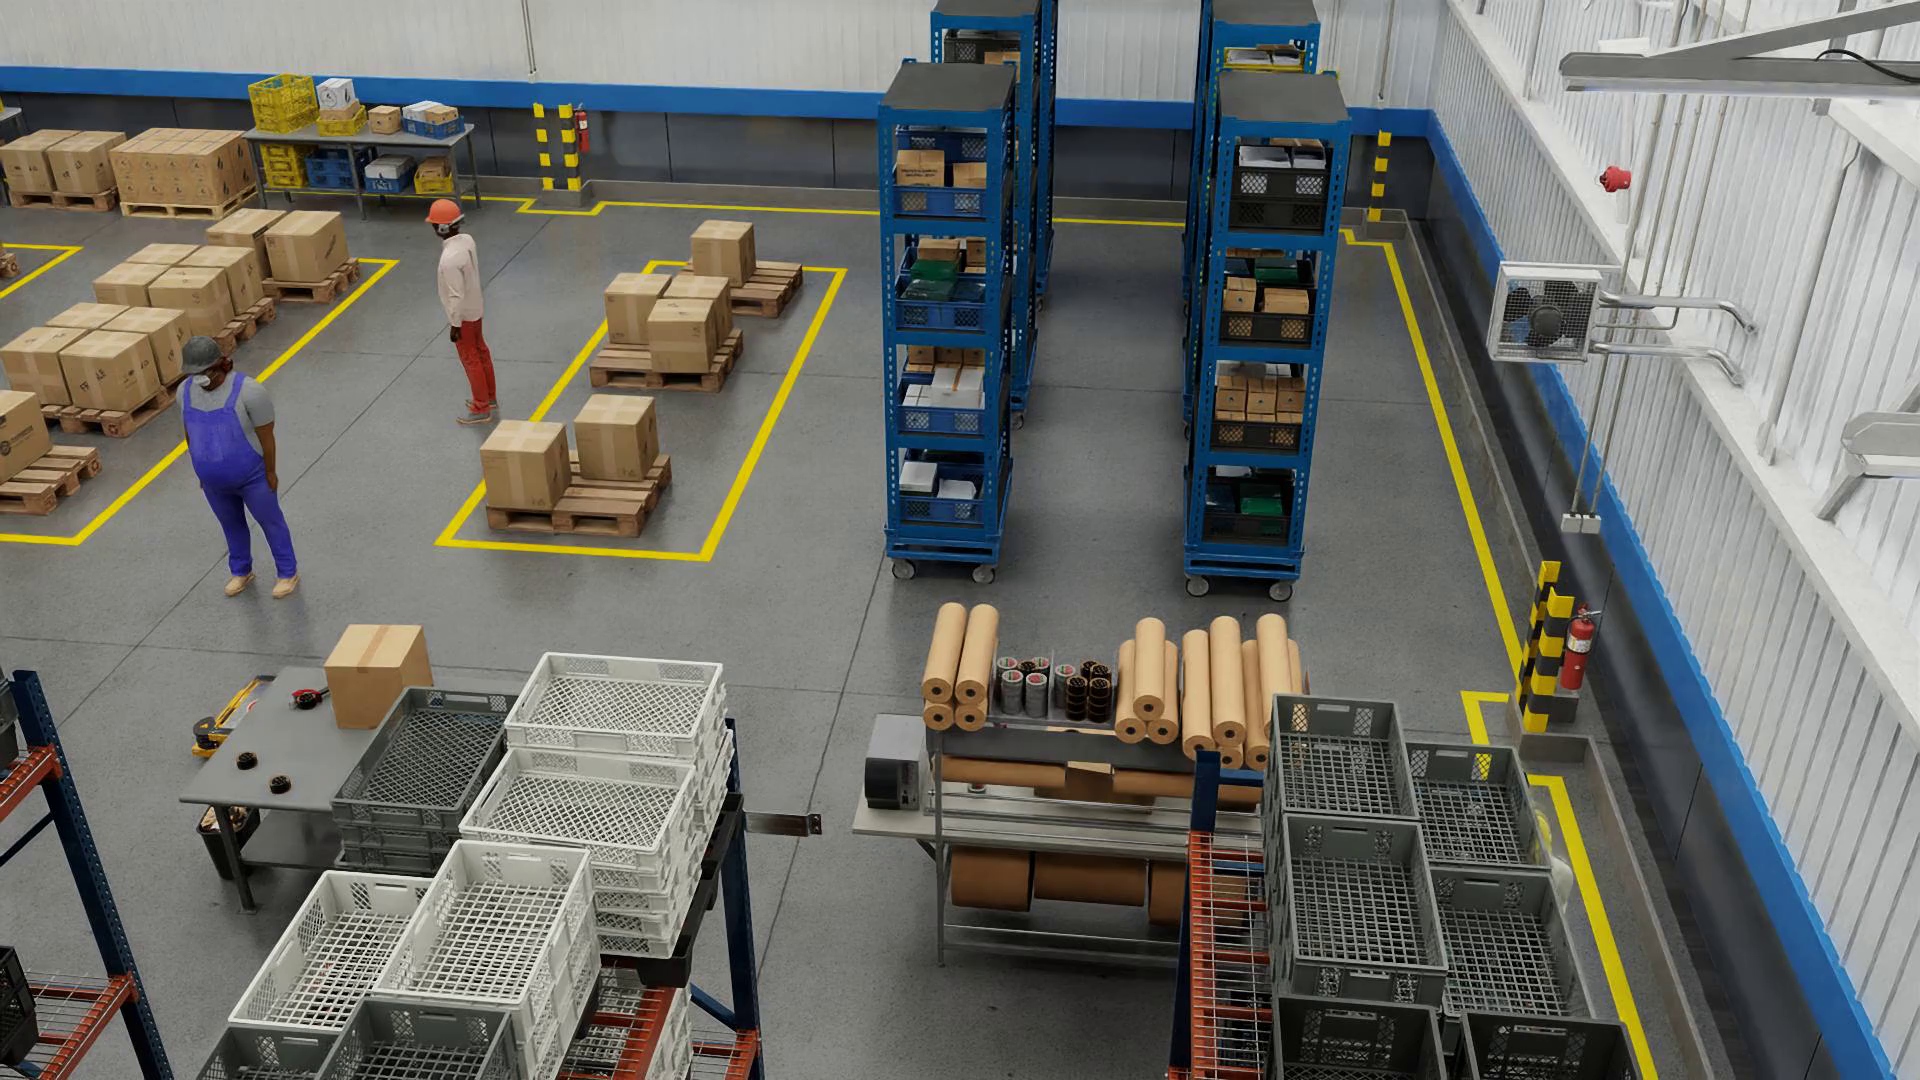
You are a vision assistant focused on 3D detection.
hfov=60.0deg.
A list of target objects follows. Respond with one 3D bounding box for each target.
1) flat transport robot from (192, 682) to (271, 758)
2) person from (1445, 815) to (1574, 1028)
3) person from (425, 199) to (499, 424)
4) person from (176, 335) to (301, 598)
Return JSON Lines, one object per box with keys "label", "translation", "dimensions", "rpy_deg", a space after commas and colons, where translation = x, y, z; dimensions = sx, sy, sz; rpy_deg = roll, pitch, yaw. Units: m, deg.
{"label": "flat transport robot", "translation": [-4.089, 1.163, 10.648], "dimensions": [1.431, 0.197, 0.652], "rpy_deg": [3, 30, 6]}
{"label": "person", "translation": [2.568, 1.907, 7.943], "dimensions": [0.529, 1.738, 0.561], "rpy_deg": [4, 30, 6]}
{"label": "person", "translation": [-4.292, -1.967, 14.338], "dimensions": [0.388, 1.992, 0.622], "rpy_deg": [0, 30, 1]}
{"label": "person", "translation": [-5.171, -0.513, 11.796], "dimensions": [0.678, 2.000, 0.536], "rpy_deg": [3, 30, 6]}
